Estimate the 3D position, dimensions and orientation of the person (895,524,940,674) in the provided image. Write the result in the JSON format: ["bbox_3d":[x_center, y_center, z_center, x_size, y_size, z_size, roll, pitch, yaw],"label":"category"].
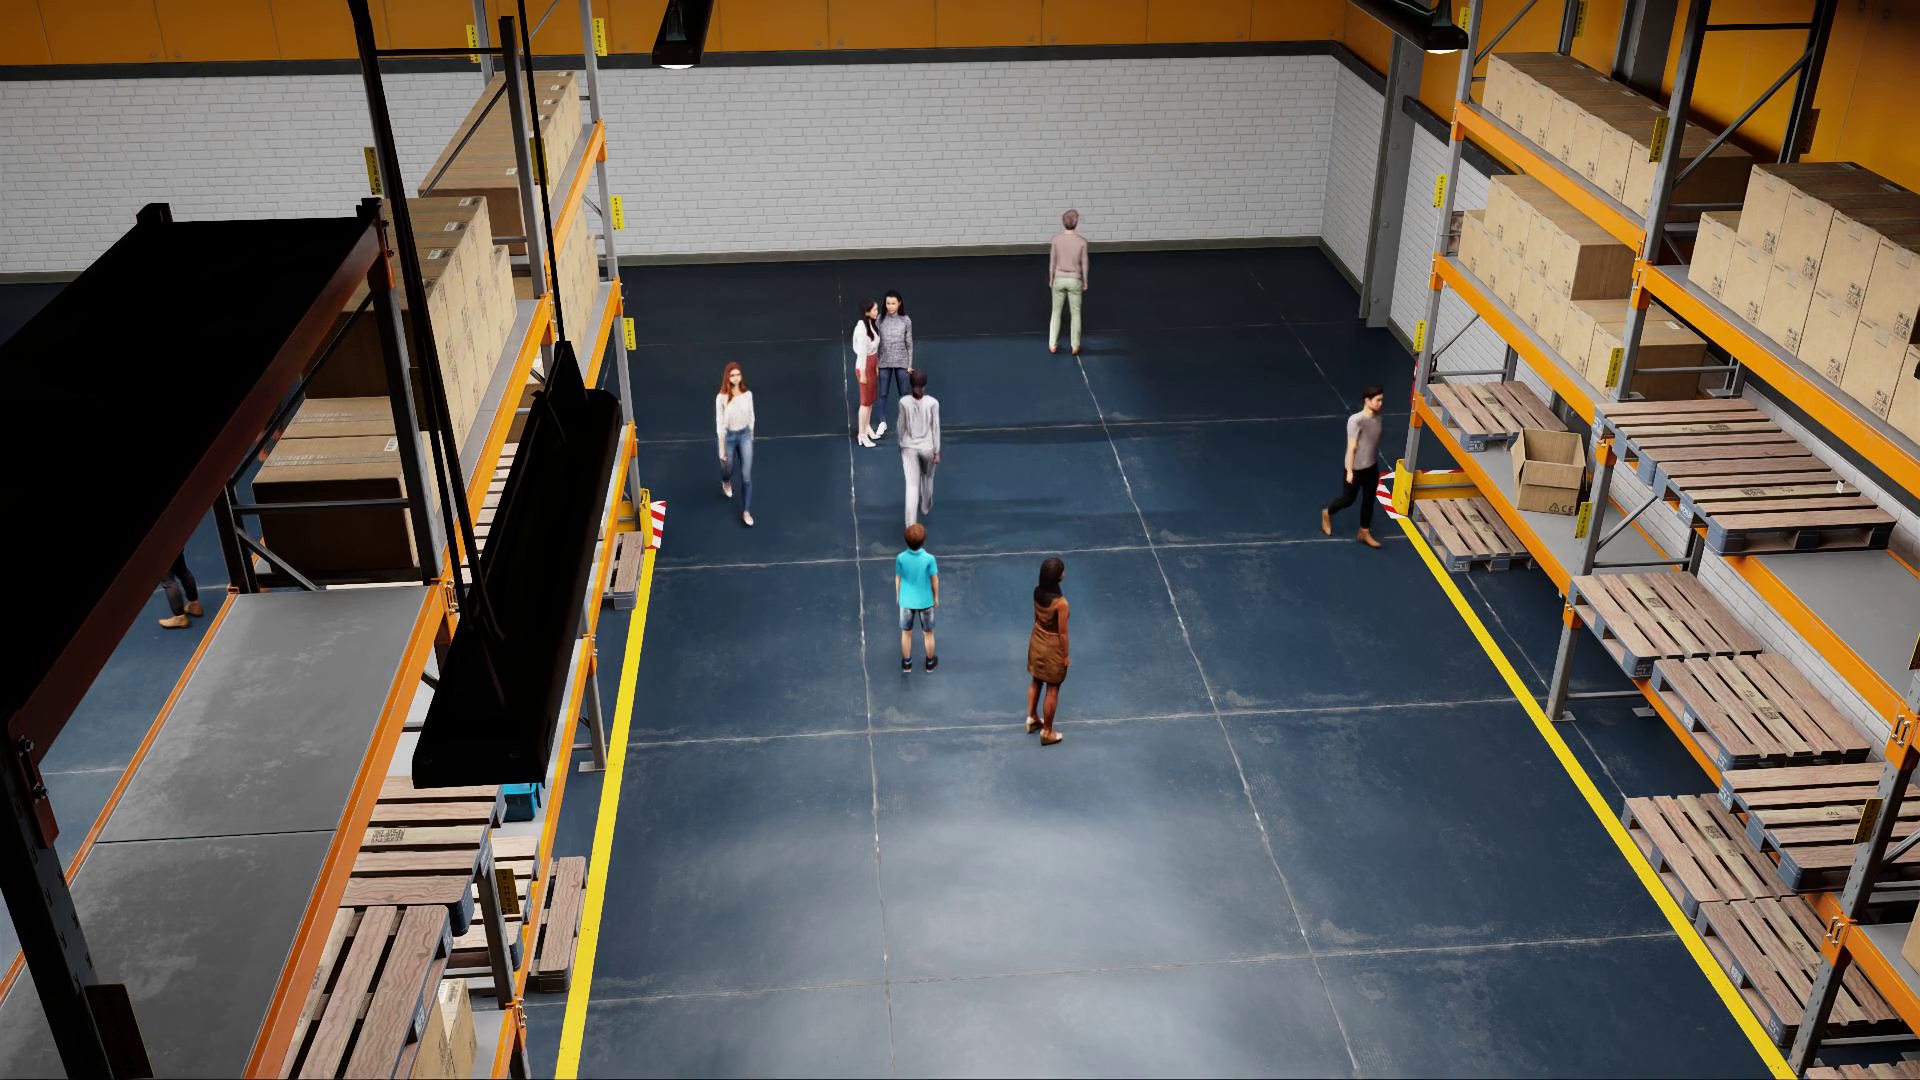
[{"bbox_3d":[-0.383,0.509,14.660,0.551,1.449,0.513,2,29,4],"label":"person"}]

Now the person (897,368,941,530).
[{"bbox_3d":[-0.435,-0.862,16.877,0.748,1.732,1.136,3,29,6],"label":"person"}]

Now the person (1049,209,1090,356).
[{"bbox_3d":[1.369,-3.269,21.145,0.716,1.871,0.671,4,29,7],"label":"person"}]

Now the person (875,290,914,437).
[{"bbox_3d":[-0.759,-2.033,19.023,0.636,1.732,0.560,1,29,3],"label":"person"}]

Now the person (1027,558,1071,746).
[{"bbox_3d":[0.735,0.902,13.693,0.697,1.683,0.590,-18,33,-29],"label":"person"}]

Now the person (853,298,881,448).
[{"bbox_3d":[-1.048,-1.896,18.756,0.708,1.749,0.548,6,29,10],"label":"person"}]

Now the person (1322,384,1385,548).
[{"bbox_3d":[3.997,-0.777,16.734,0.845,1.719,0.998,-17,33,-28],"label":"person"}]

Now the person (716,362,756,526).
[{"bbox_3d":[-2.354,-1.048,17.241,0.750,1.709,1.090,-10,30,-18],"label":"person"}]
